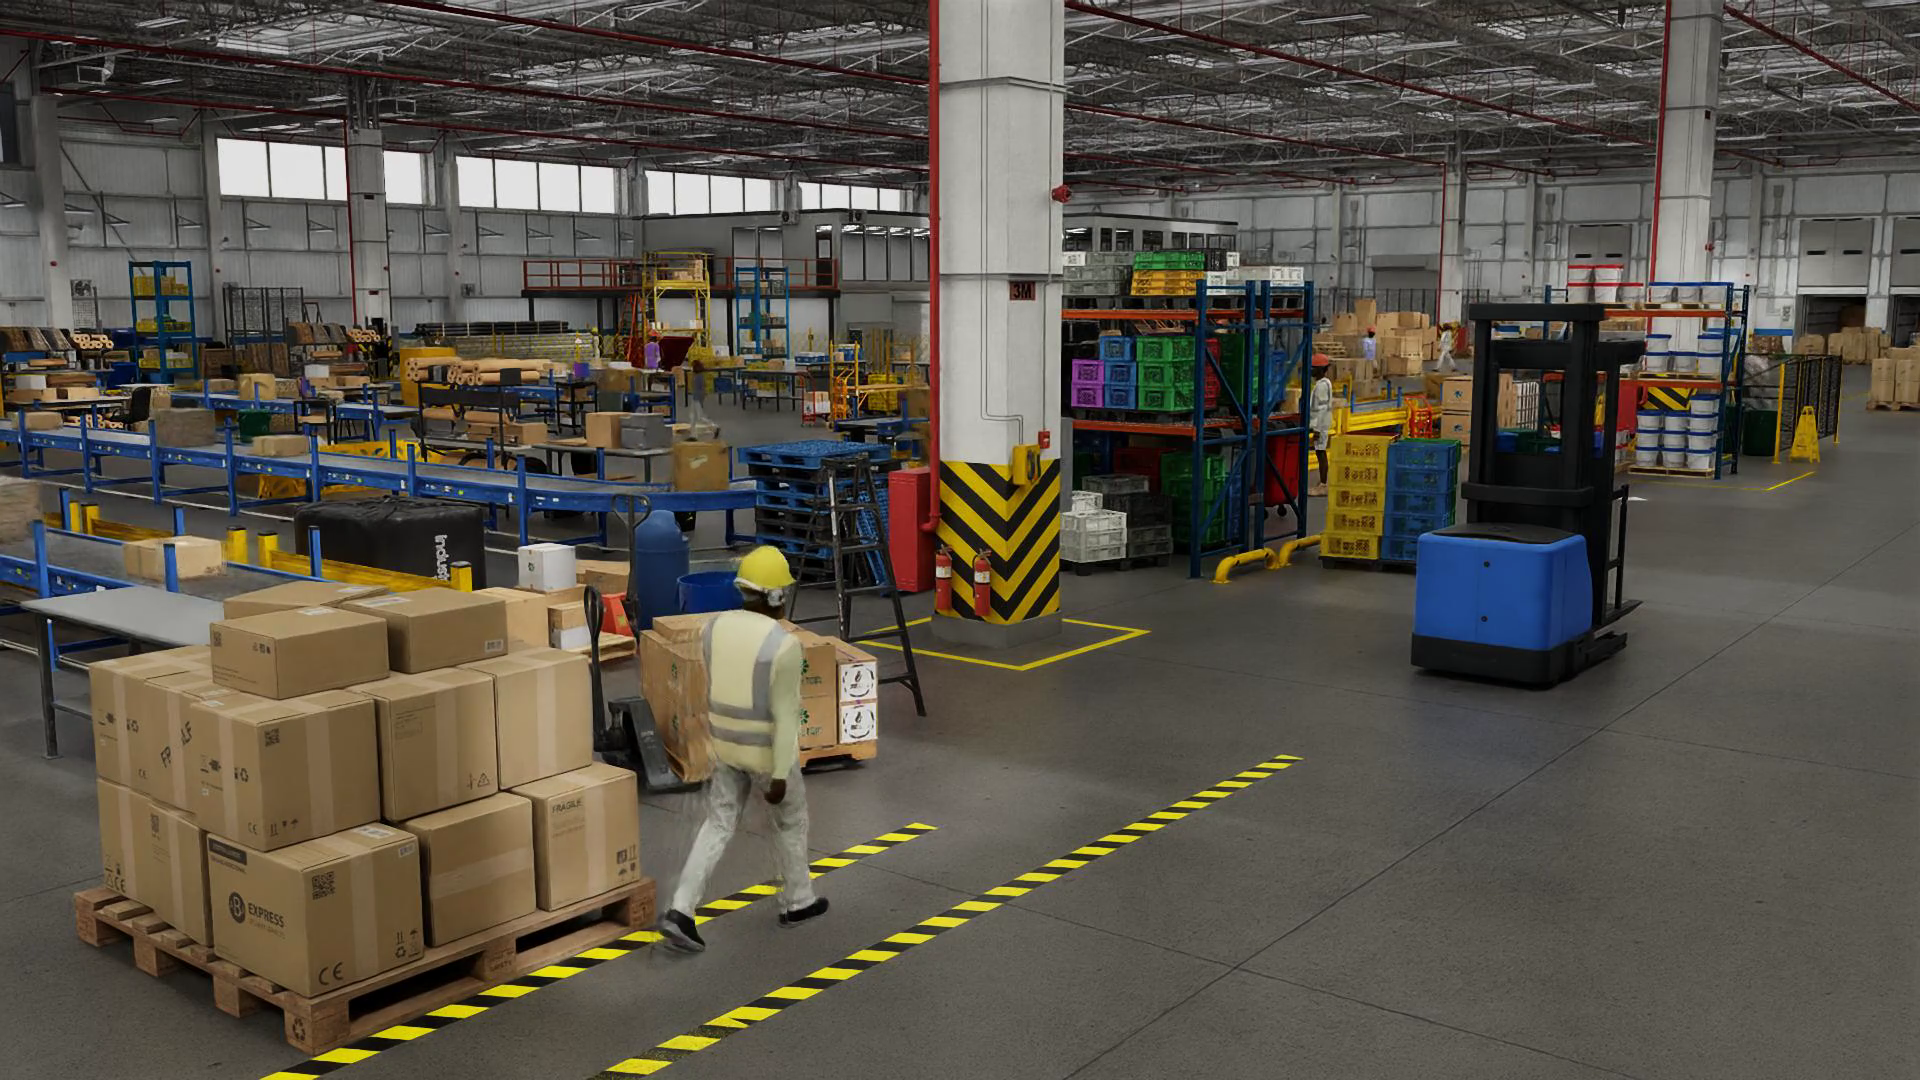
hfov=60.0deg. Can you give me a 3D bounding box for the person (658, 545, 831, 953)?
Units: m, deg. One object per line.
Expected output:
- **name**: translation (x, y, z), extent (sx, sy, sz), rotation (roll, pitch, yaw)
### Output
- **person**: translation (-0.969, 0.922, 7.368), extent (0.588, 1.799, 0.888), rotation (5, 10, 33)

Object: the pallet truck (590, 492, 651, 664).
- **pallet truck**: translation (-3.115, 0.344, 12.883), extent (0.653, 1.274, 1.630), rotation (7, 11, 37)

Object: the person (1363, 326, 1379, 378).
- **person**: translation (12.394, -5.502, 50.199), extent (0.561, 1.919, 0.419), rotation (-5, 10, -30)

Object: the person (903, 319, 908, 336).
- **person**: translation (-2.226, -8.492, 70.534), extent (0.641, 1.866, 0.954), rotation (7, 11, 39)

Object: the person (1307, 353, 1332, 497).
- **person**: translation (5.108, -1.630, 23.694), extent (0.379, 2.045, 0.605), rotation (2, 9, 15)

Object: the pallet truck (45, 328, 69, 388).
- **pallet truck**: translation (-23.775, -4.544, 43.495), extent (1.885, 1.965, 0.823), rotation (6, 10, 35)

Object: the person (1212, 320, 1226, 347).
- **person**: translation (9.686, -7.287, 62.401), extent (0.568, 1.884, 0.977), rotation (-2, 9, -16)

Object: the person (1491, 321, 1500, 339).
- **person**: translation (20.180, -7.333, 62.841), extent (0.740, 1.847, 0.628), rotation (2, 9, 13)

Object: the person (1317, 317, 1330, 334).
- **person**: translation (15.525, -8.560, 70.945), extent (0.600, 1.888, 0.829), rotation (1, 8, 6)

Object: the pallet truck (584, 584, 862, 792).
- **pallet truck**: translation (-1.426, 0.805, 10.019), extent (1.601, 1.201, 0.680), rotation (-4, 9, -26)

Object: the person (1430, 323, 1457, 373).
- **person**: translation (17.740, -7.006, 60.684), extent (1.007, 1.837, 0.571), rotation (0, 8, 1)

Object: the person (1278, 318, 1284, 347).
- **person**: translation (15.560, -10.036, 81.125), extent (0.513, 1.819, 0.771), rotation (-4, 9, -23)

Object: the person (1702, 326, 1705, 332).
- **person**: translation (24.646, -6.394, 55.819), extent (0.538, 2.000, 0.681), rotation (-2, 9, -15)

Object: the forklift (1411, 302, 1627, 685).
- **forklift**: translation (4.379, -0.438, 12.852), extent (1.129, 2.768, 1.873), rotation (7, 11, 37)

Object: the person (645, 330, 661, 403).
- **person**: translation (-8.036, -4.550, 43.718), extent (0.548, 1.942, 0.348), rotation (7, 11, 39)

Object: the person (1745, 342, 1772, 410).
- **person**: translation (16.701, -3.192, 34.770), extent (0.640, 1.889, 0.513), rotation (-3, 9, -17)

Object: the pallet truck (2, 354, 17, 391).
- **pallet truck**: translation (-24.881, -4.417, 42.634), extent (1.885, 1.965, 0.823), rotation (8, 11, 41)

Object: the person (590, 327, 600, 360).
- **person**: translation (-12.423, -6.367, 56.638), extent (0.296, 1.744, 0.487), rotation (-1, 8, -5)

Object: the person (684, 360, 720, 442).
- **person**: translation (-5.058, -2.719, 32.485), extent (0.640, 1.615, 0.503), rotation (-4, 9, -25)
